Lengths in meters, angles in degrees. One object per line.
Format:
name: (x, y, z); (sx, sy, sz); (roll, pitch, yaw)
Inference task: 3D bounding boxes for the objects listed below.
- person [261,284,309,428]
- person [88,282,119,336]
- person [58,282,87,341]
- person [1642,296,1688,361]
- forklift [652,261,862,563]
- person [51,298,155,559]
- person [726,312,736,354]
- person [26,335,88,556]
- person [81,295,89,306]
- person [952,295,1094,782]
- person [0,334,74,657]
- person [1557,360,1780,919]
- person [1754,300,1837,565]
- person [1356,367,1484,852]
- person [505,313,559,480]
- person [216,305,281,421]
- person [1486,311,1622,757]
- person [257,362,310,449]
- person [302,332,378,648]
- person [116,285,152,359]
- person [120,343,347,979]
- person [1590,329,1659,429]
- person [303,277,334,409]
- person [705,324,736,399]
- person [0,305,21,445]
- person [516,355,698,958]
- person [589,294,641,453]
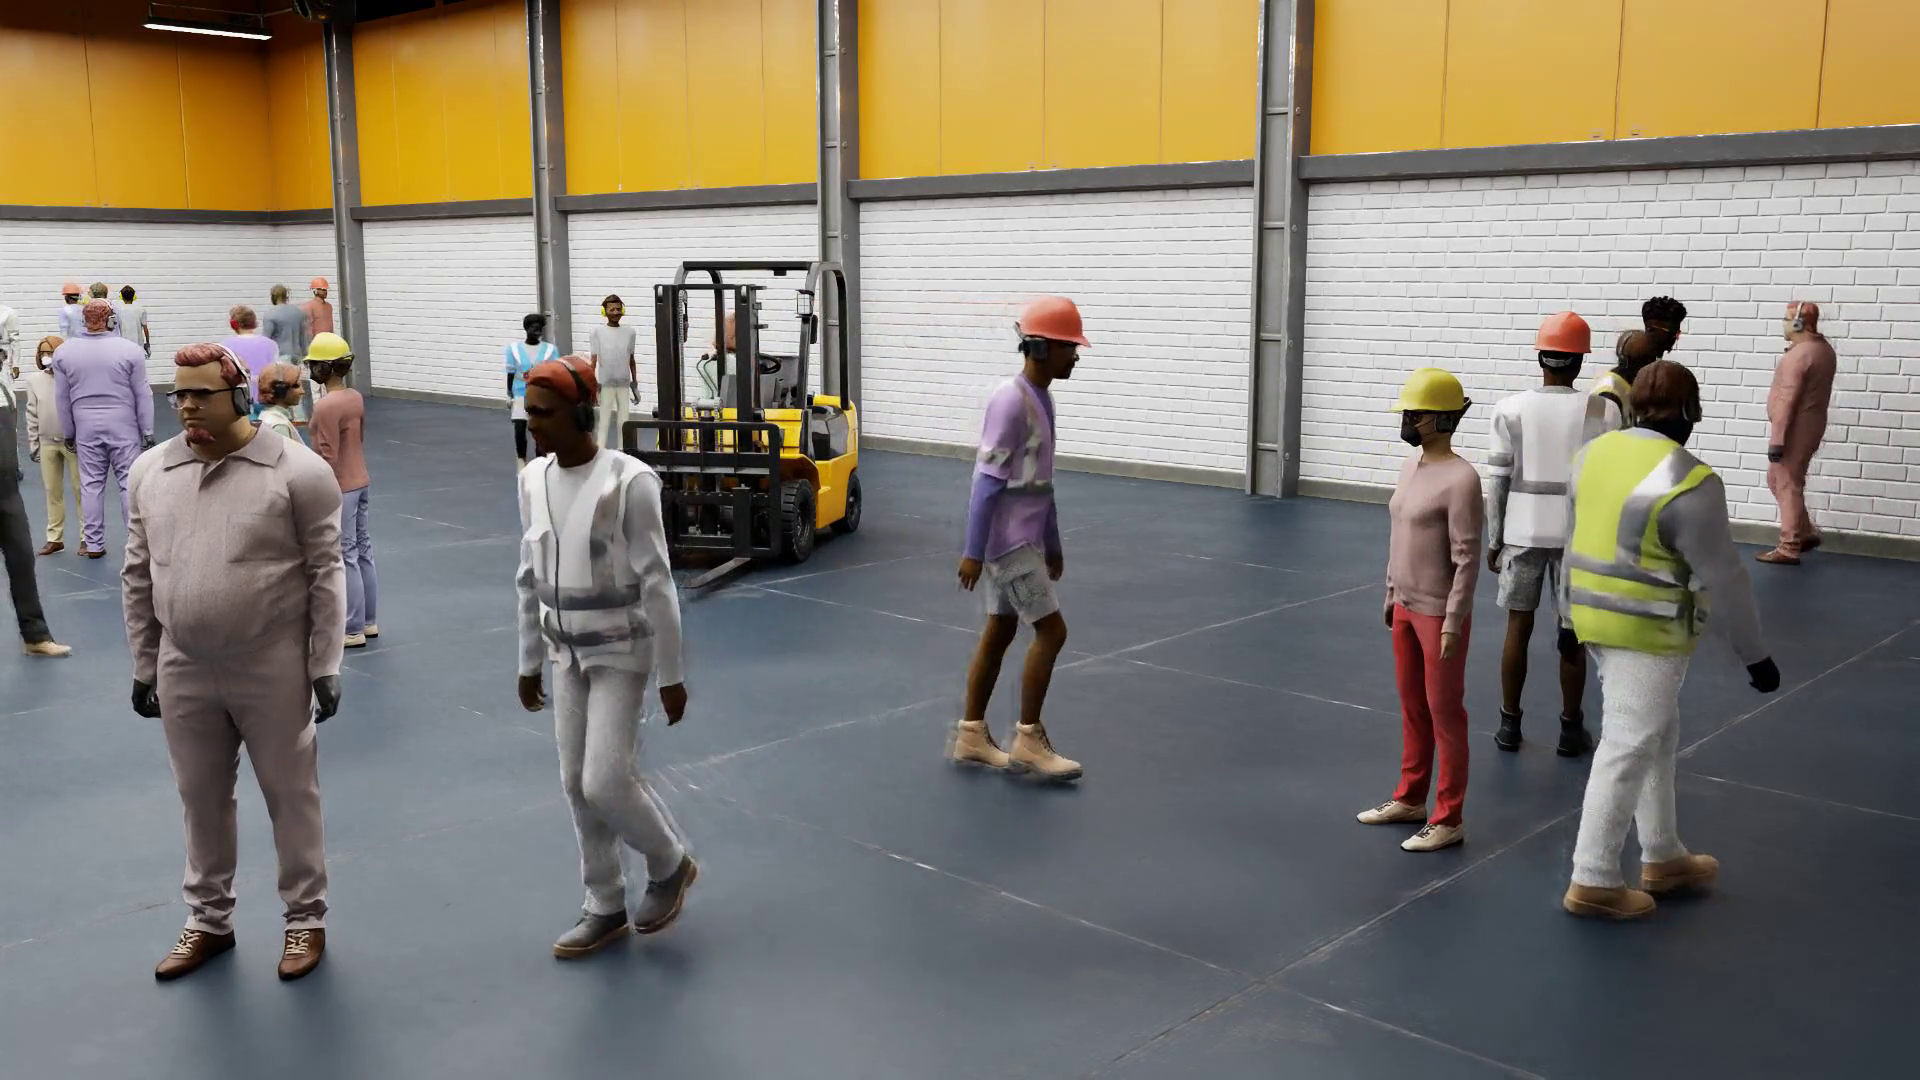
person: (-9.107, -2.438, 22.171); (0.928, 1.901, 0.661); (4, 10, 21)
person: (-11.647, -2.539, 22.688); (0.353, 1.937, 0.635); (-1, 9, -8)
person: (-12.917, -2.791, 24.299); (0.569, 1.914, 0.567); (4, 10, 24)
person: (4.130, -0.483, 10.023); (0.376, 1.959, 0.600); (5, 11, 28)
forklift: (-1.552, -1.040, 12.721); (1.214, 2.155, 2.313); (2, 9, 11)
person: (-6.239, -0.811, 12.194); (0.651, 1.907, 0.409); (-2, 9, -10)
person: (-2.578, -1.829, 19.262); (0.373, 1.619, 0.528); (2, 9, 11)
person: (-6.639, -0.694, 12.307); (0.501, 1.633, 0.285); (0, 9, 0)
person: (-13.423, -2.906, 25.587); (0.519, 1.718, 0.480); (-1, 9, -8)
person: (0.296, 0.003, 6.893); (0.758, 2.002, 0.632); (2, 10, 13)
person: (-5.240, -0.240, 8.962); (0.569, 1.840, 0.518); (2, 10, 15)
person: (2.302, 0.327, 5.458); (0.704, 1.816, 0.665); (-1, 9, -8)
person: (5.950, -0.759, 11.894); (0.432, 1.894, 0.670); (9, 13, 44)
person: (1.704, 0.253, 6.101); (0.315, 1.770, 0.524); (-2, 9, -13)
person: (-4.267, -1.427, 16.653); (0.542, 1.671, 0.480); (-2, 10, -13)
person: (-6.389, -1.222, 15.046); (0.972, 1.805, 0.571); (9, 13, 43)
person: (2.578, -0.021, 7.254); (0.550, 1.937, 0.357); (4, 10, 24)
person: (-3.607, -0.125, 8.846); (0.320, 1.629, 0.516); (-4, 10, -25)
person: (-3.483, -0.272, 9.321); (0.314, 1.769, 0.524); (0, 9, 0)
person: (-12.609, -2.933, 25.337); (0.509, 1.867, 0.329); (-6, 11, -31)
person: (-2.167, 0.371, 4.952); (0.651, 1.906, 0.403); (0, 9, 1)
person: (3.840, -0.309, 9.530); (0.678, 1.784, 0.812); (-6, 11, -33)
person: (-9.662, -2.975, 25.191); (0.375, 1.995, 0.611); (2, 10, 13)
person: (-2.112, -1.137, 15.048); (0.527, 1.620, 0.443); (6, 11, 32)
person: (-11.493, -2.112, 19.758); (0.609, 2.043, 0.376); (-1, 9, -9)
person: (-1.093, 0.367, 5.093); (0.624, 1.866, 0.442); (6, 11, 34)
person: (-3.467, -1.533, 16.735); (0.523, 1.870, 0.317); (-6, 11, -32)
